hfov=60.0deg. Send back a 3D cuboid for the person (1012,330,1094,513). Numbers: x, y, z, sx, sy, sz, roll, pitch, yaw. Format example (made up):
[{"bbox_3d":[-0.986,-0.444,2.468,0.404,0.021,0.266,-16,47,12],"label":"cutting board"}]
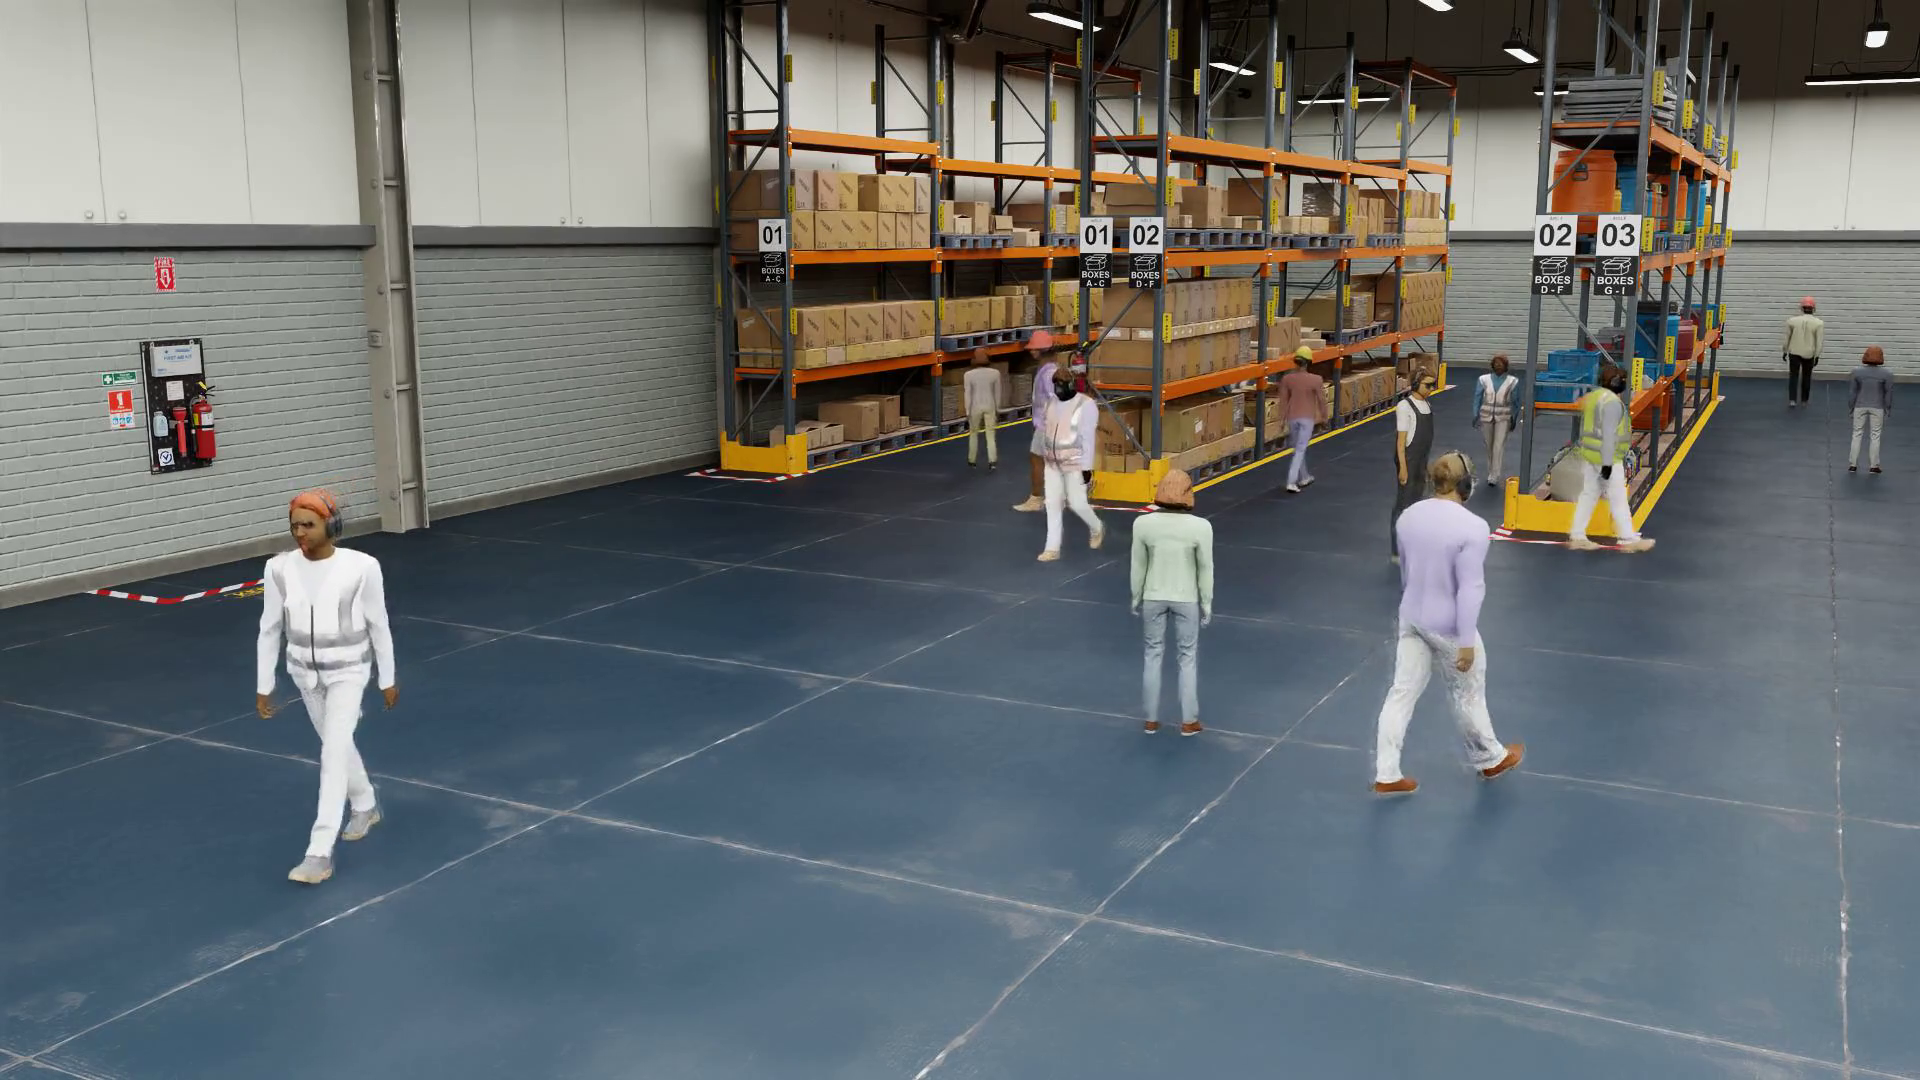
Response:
[{"bbox_3d":[1.014,-1.285,18.169,0.806,2.021,0.608,1,10,4],"label":"person"}]

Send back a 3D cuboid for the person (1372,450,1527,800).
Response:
[{"bbox_3d":[2.674,0.453,9.031,1.032,1.883,0.657,-6,12,-30],"label":"person"}]

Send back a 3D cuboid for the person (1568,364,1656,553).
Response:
[{"bbox_3d":[6.273,-0.778,15.958,0.788,1.807,0.653,0,10,2],"label":"person"}]

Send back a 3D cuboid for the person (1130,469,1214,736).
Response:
[{"bbox_3d":[1.288,0.381,10.120,0.507,1.631,0.266,3,11,17],"label":"person"}]

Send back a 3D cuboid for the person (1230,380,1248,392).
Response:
[{"bbox_3d":[4.504,-2.825,27.016,0.592,1.850,0.864,4,11,20],"label":"person"}]

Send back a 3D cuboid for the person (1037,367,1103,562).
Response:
[{"bbox_3d":[1.043,-0.716,15.599,0.634,1.821,0.700,9,13,39],"label":"person"}]

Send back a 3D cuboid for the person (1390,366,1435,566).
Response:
[{"bbox_3d":[4.189,-0.680,15.334,0.344,1.844,0.505,9,14,41],"label":"person"}]

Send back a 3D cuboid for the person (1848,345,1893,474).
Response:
[{"bbox_3d":[11.638,-1.667,21.286,0.500,1.635,0.280,8,13,37],"label":"person"}]

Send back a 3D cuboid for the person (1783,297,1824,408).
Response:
[{"bbox_3d":[14.872,-3.300,29.365,0.618,1.953,1.014,6,12,29],"label":"person"}]

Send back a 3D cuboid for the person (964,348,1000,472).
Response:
[{"bbox_3d":[0.294,-1.682,21.482,0.500,1.592,0.853,-2,11,-10],"label":"person"}]

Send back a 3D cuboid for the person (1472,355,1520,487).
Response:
[{"bbox_3d":[6.544,-1.467,20.320,0.506,1.592,0.883,5,12,27],"label":"person"}]

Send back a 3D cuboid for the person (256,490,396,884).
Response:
[{"bbox_3d":[-3.075,0.665,8.056,0.595,1.828,1.004,1,10,7],"label":"person"}]

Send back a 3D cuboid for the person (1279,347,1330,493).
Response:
[{"bbox_3d":[4.073,-1.433,19.797,0.538,1.720,0.932,8,13,38],"label":"person"}]
